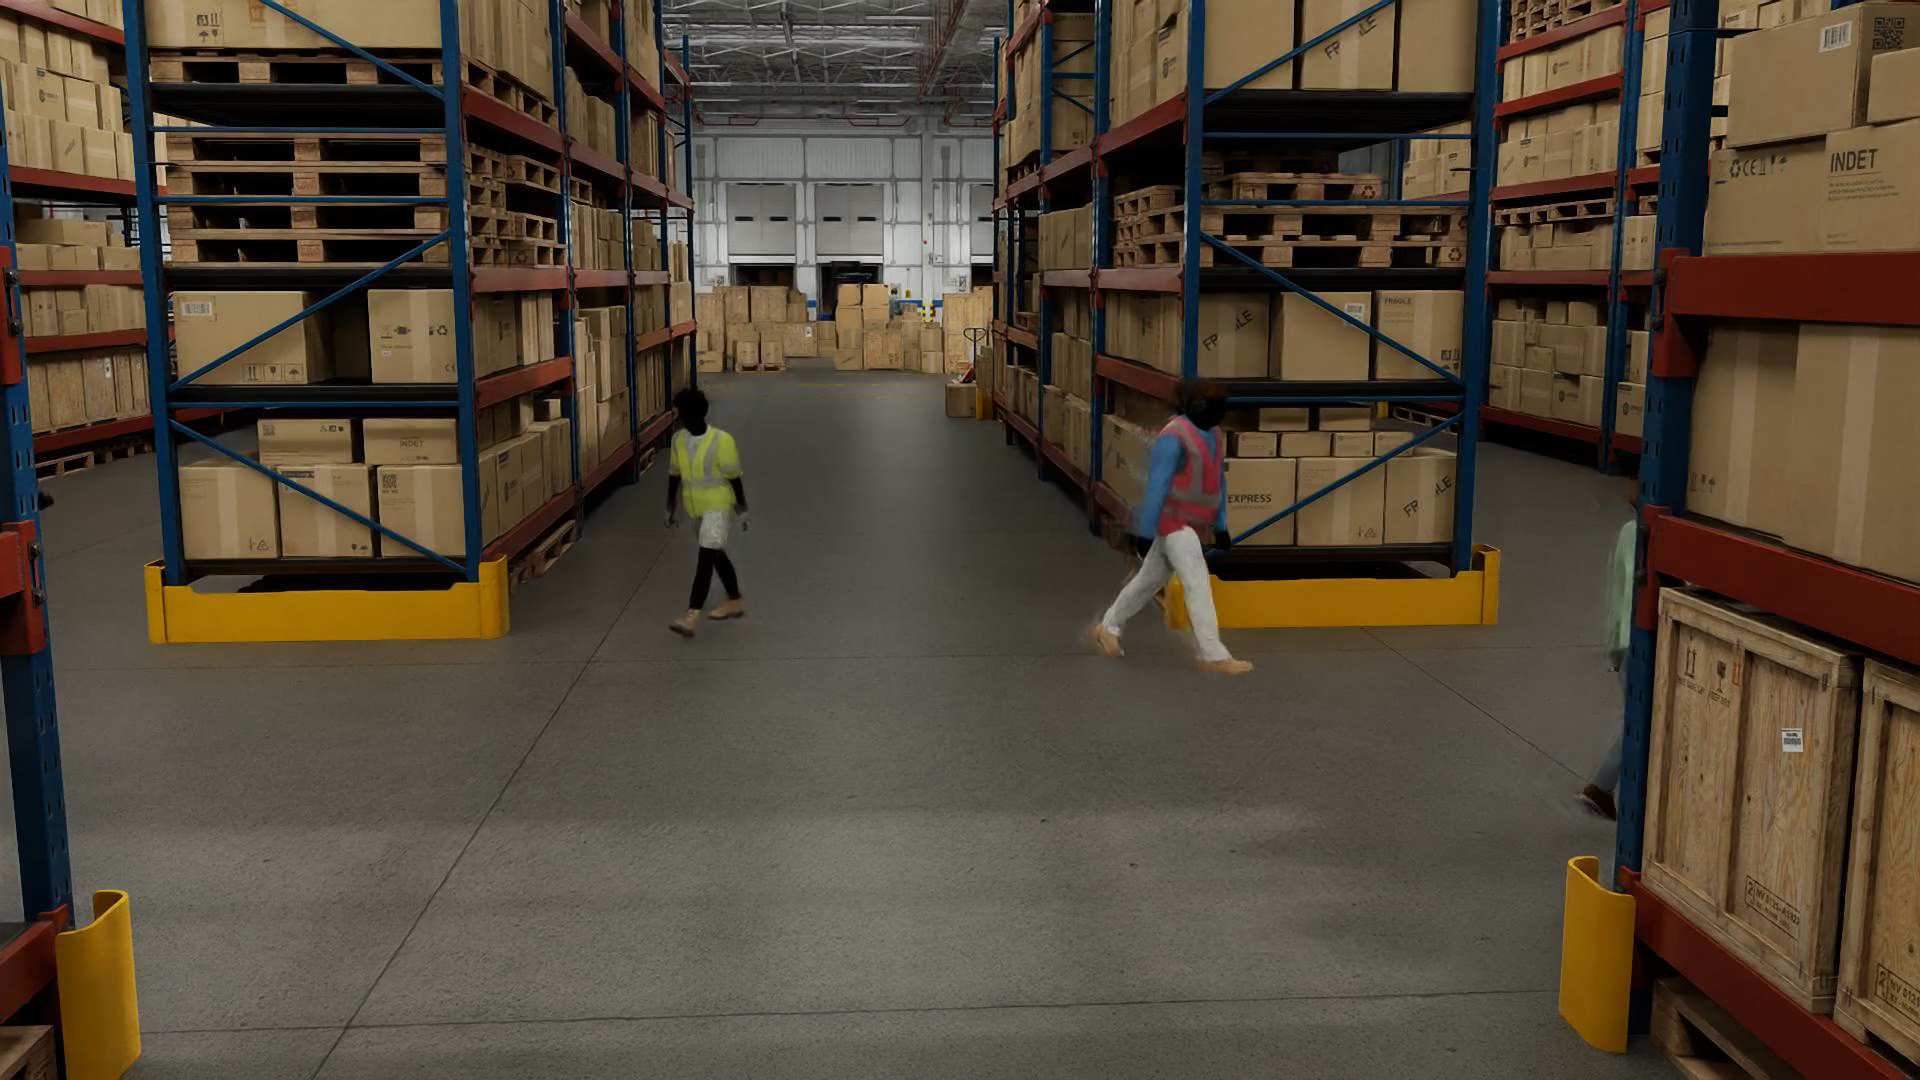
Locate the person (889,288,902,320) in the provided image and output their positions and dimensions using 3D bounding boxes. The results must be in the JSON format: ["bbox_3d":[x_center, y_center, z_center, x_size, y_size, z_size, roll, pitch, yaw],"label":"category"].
[{"bbox_3d":[-2.313,-7.828,57.973,0.640,1.928,0.369,3,10,21],"label":"person"}]

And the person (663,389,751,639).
[{"bbox_3d":[-1.709,-0.190,10.947,0.597,1.610,0.922,6,11,35],"label":"person"}]

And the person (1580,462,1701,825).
[{"bbox_3d":[2.873,0.468,6.832,0.340,1.622,0.511,-1,9,-6],"label":"person"}]

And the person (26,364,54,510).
[{"bbox_3d":[-9.335,-1.169,16.304,0.565,1.891,0.985,0,9,-2],"label":"person"}]

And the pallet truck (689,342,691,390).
[{"bbox_3d":[-5.225,-3.008,27.480,1.885,1.965,0.823,2,9,14],"label":"pallet truck"}]

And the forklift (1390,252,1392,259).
[{"bbox_3d":[8.612,-4.462,33.848,1.129,2.768,1.873,-1,9,-4],"label":"forklift"}]

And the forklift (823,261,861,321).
[{"bbox_3d":[-3.721,-7.733,54.388,1.129,2.768,1.873,-4,10,-25],"label":"forklift"}]

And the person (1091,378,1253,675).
[{"bbox_3d":[1.251,-0.099,10.012,1.052,1.768,0.619,5,10,27],"label":"person"}]

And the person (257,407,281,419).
[{"bbox_3d":[-7.082,-1.229,17.331,0.530,1.671,0.764,0,9,0],"label":"person"}]
